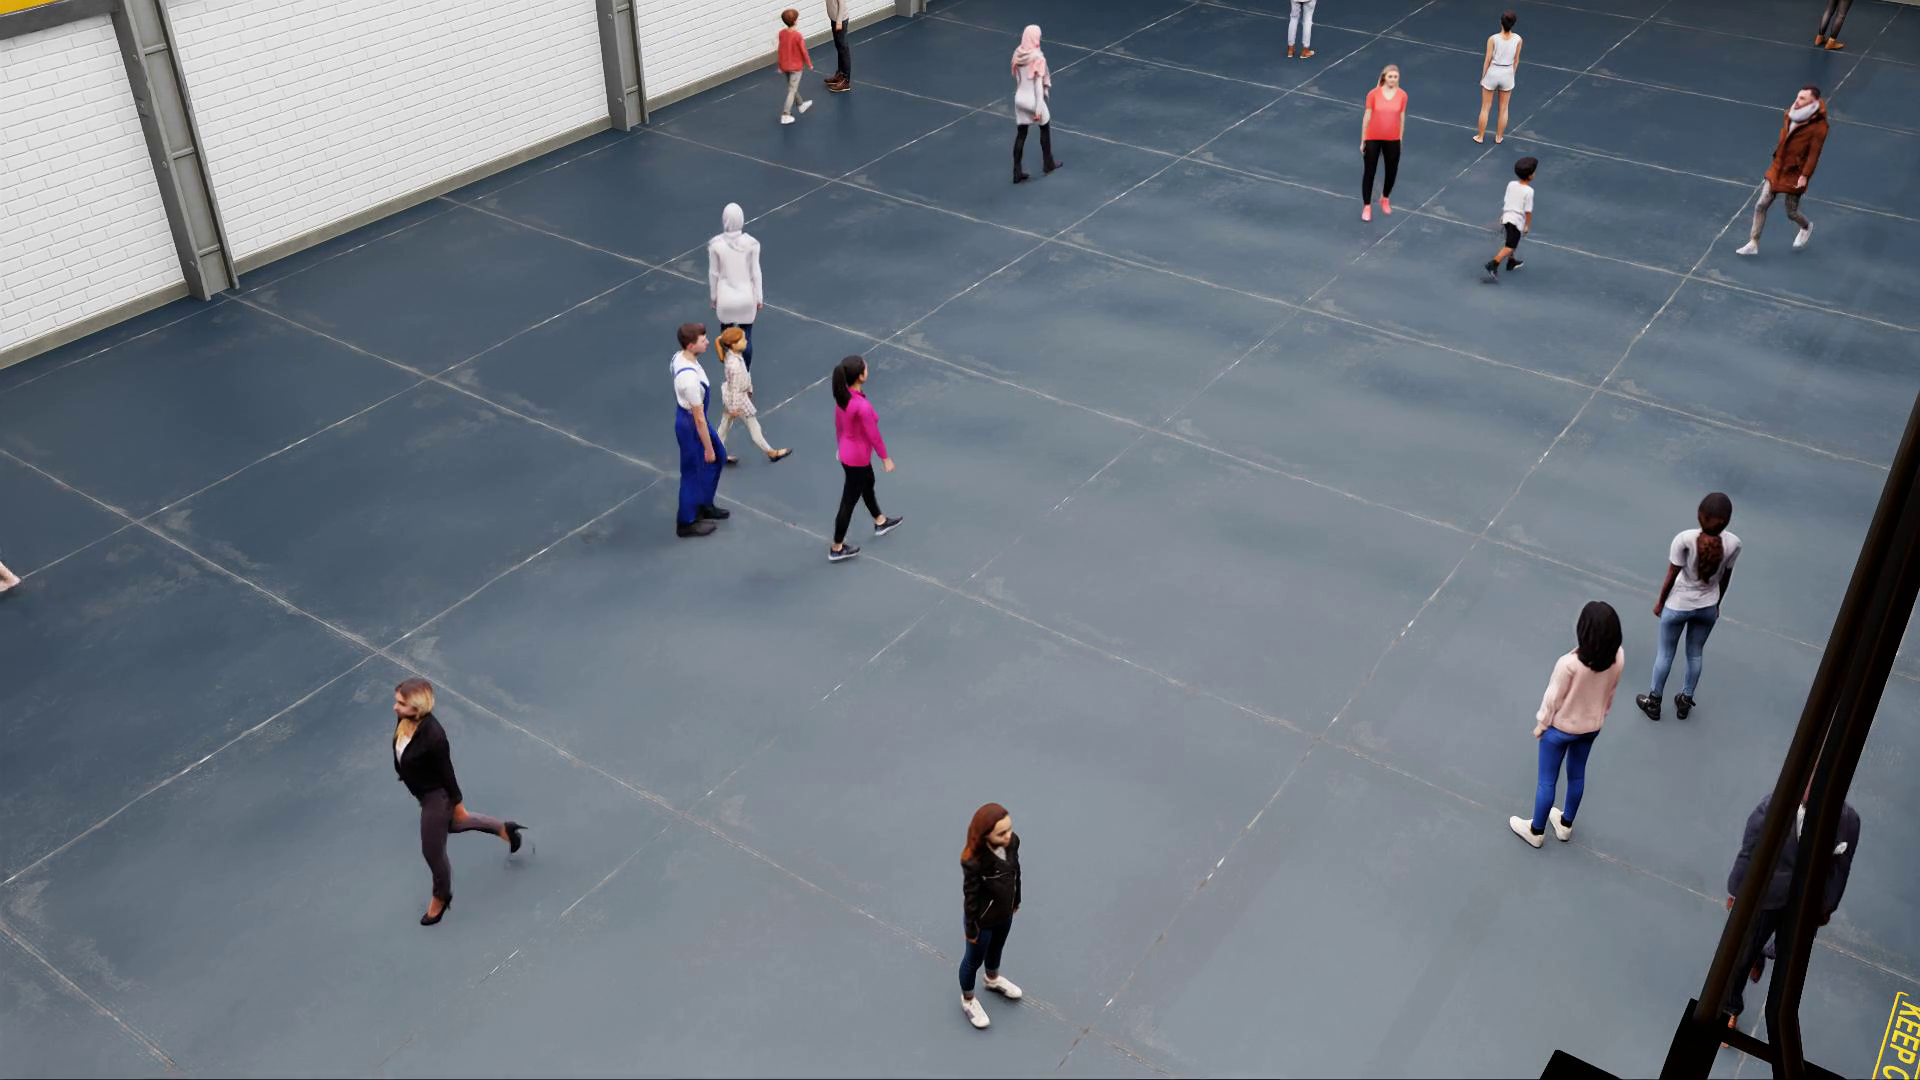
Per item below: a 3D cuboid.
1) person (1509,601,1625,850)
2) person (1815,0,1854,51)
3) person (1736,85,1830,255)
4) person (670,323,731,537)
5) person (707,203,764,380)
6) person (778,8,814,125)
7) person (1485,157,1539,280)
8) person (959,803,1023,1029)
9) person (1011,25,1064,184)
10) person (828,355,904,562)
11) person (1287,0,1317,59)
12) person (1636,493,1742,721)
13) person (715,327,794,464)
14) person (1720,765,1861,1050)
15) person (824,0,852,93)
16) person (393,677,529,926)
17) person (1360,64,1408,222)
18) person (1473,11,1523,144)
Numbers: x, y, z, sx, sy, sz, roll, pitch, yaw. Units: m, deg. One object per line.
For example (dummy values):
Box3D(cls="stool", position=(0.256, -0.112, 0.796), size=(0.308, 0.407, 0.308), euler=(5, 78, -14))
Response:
Box3D(cls="person", position=(3.652, 1.108, 9.910), size=(0.695, 1.770, 0.781), euler=(-9, 35, -13))
Box3D(cls="person", position=(12.403, -7.779, 23.331), size=(0.721, 1.713, 0.699), euler=(-12, 36, -18))
Box3D(cls="person", position=(8.681, -3.808, 17.273), size=(1.229, 1.806, 1.023), euler=(-15, 37, -22))
Box3D(cls="person", position=(-2.135, -0.823, 12.760), size=(0.875, 1.831, 0.817), euler=(-8, 35, -12))
Box3D(cls="person", position=(-1.986, -2.099, 14.734), size=(0.847, 1.770, 0.915), euler=(-3, 34, -4))
Box3D(cls="person", position=(-2.141, -5.894, 20.791), size=(0.537, 1.386, 0.906), euler=(23, 40, 30))
Box3D(cls="person", position=(5.637, -3.272, 16.978), size=(0.904, 1.240, 0.705), euler=(-18, 38, -25))
Box3D(cls="person", position=(0.148, 1.963, 8.885), size=(0.635, 1.480, 0.462), euler=(27, 42, 34))
Box3D(cls="person", position=(0.735, -4.948, 19.013), size=(0.706, 1.779, 0.987), euler=(25, 41, 33))
Box3D(cls="person", position=(-0.868, -0.580, 12.539), size=(1.035, 1.671, 0.845), euler=(-16, 37, -23))
Box3D(cls="person", position=(4.756, -7.599, 22.946), size=(0.708, 1.841, 0.603), euler=(16, 37, 23))
Box3D(cls="person", position=(4.812, 0.442, 10.956), size=(0.661, 1.721, 0.682), euler=(1, 34, 2))
Box3D(cls="person", position=(-1.928, -1.159, 13.766), size=(0.958, 1.276, 0.911), euler=(-4, 34, -6))
Box3D(cls="person", position=(4.311, 1.840, 8.773), size=(0.876, 1.810, 1.004), euler=(8, 34, 12))
Box3D(cls="person", position=(-1.586, -6.852, 21.798), size=(0.780, 1.868, 0.741), euler=(-9, 35, -13))
Box3D(cls="person", position=(-2.915, 1.432, 9.537), size=(1.058, 1.643, 0.741), euler=(-27, 42, -34))
Box3D(cls="person", position=(4.608, -4.384, 18.247), size=(0.740, 1.687, 0.787), euler=(4, 34, 6))
Box3D(cls="person", position=(6.536, -5.609, 20.164), size=(0.662, 1.605, 0.694), euler=(3, 34, 4))
